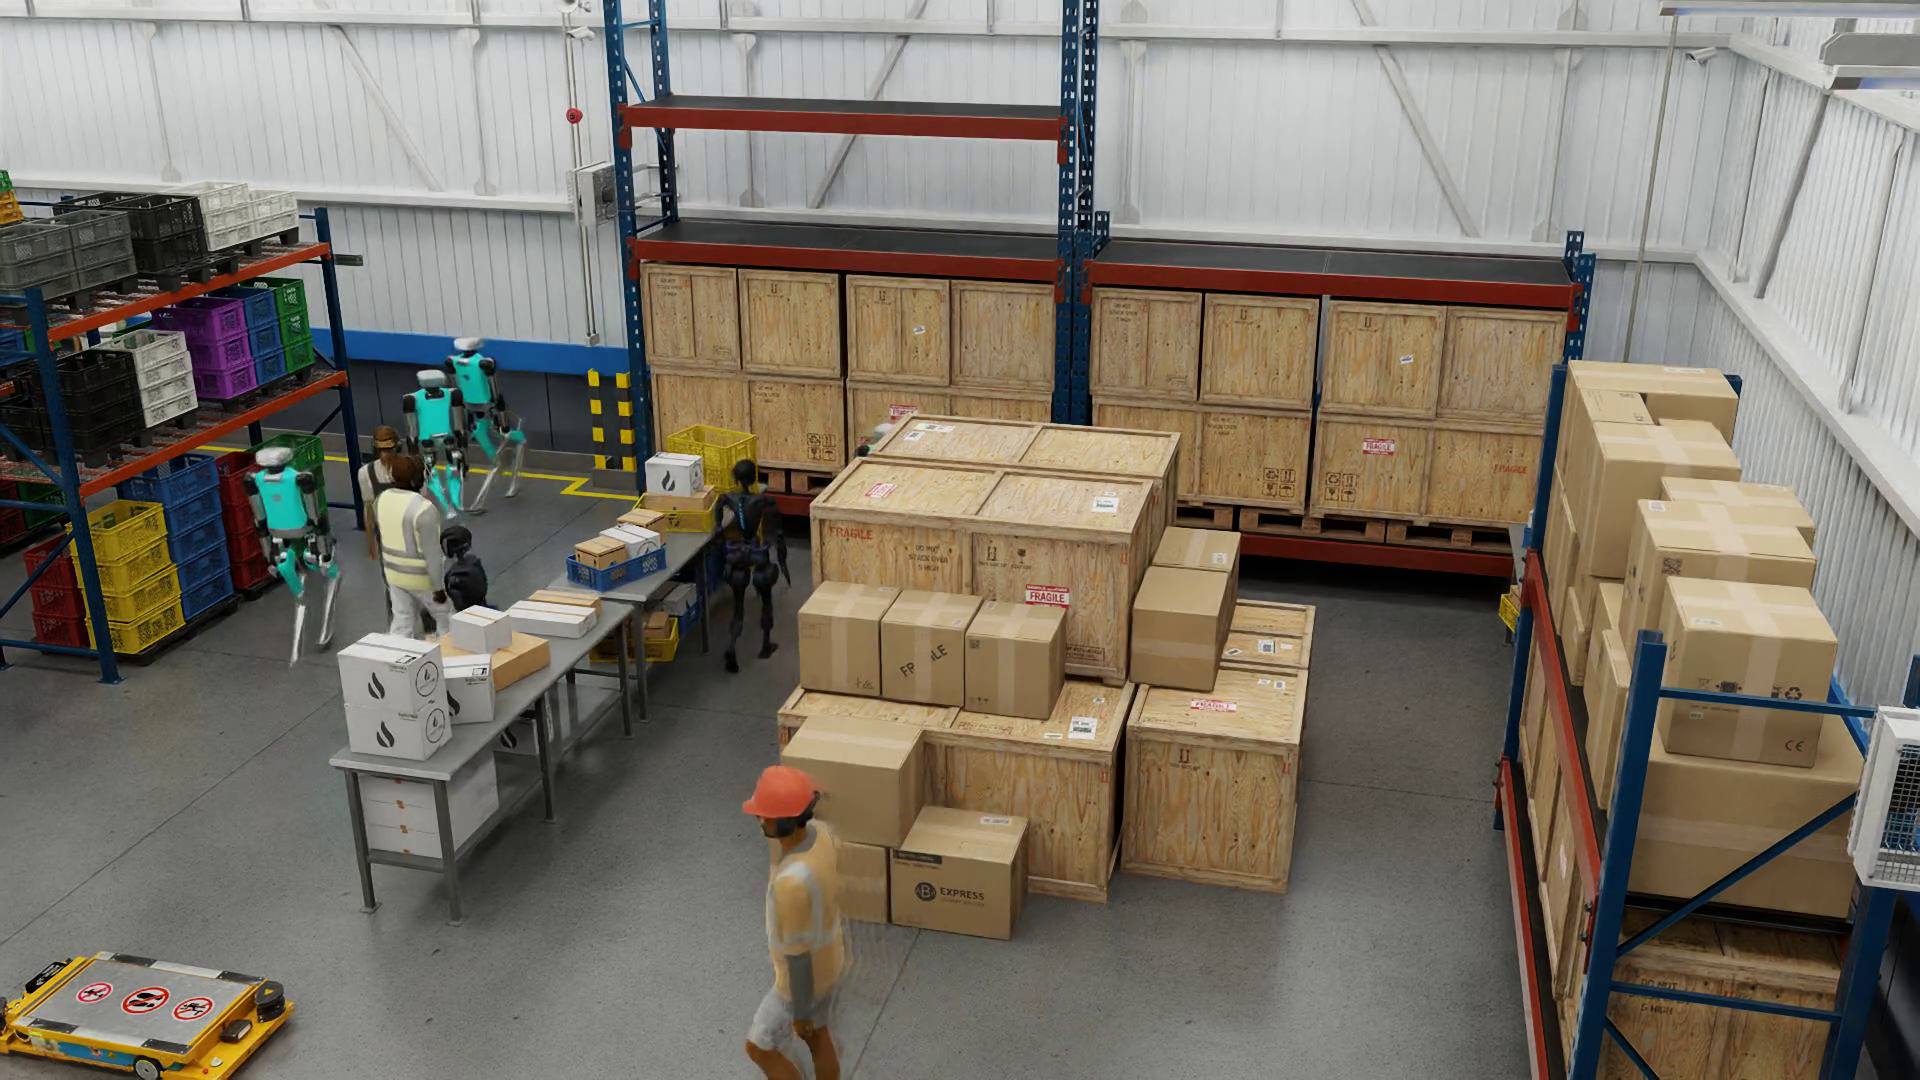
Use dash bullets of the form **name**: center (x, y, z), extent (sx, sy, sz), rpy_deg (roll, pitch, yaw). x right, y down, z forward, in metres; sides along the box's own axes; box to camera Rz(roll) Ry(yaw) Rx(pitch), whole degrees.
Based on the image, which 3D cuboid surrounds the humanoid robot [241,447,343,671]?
- **humanoid robot**: center (-5.055, 0.074, 12.831), extent (0.545, 1.793, 0.815), rpy_deg (0, 21, 0)

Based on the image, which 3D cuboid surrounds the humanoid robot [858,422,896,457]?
- **humanoid robot**: center (-0.645, 0.035, 12.970), extent (0.551, 1.773, 0.969), rpy_deg (6, 22, 15)

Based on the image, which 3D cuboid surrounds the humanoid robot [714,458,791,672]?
- **humanoid robot**: center (-1.603, 0.185, 12.603), extent (0.599, 1.636, 0.632), rpy_deg (5, 21, 12)

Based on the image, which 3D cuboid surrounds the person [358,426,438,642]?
- **person**: center (-4.335, -0.015, 12.894), extent (0.504, 1.837, 0.339), rpy_deg (-5, 21, -13)

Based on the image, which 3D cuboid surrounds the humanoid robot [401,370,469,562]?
- **humanoid robot**: center (-4.478, -0.588, 14.538), extent (0.541, 1.741, 0.987), rpy_deg (-15, 25, -34)

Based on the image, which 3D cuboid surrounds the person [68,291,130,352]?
- **person**: center (-9.294, -1.998, 18.082), extent (0.562, 1.836, 0.387), rpy_deg (-3, 21, -8)

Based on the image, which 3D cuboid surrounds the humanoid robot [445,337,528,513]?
- **humanoid robot**: center (-4.472, -1.126, 15.958), extent (0.562, 1.784, 0.915), rpy_deg (8, 22, 21)

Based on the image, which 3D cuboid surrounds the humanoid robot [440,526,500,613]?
- **humanoid robot**: center (-3.220, 0.672, 11.324), extent (0.465, 1.646, 0.601), rpy_deg (0, 21, 0)

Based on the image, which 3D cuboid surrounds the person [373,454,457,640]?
- **person**: center (-3.929, 0.250, 12.208), extent (0.665, 1.823, 0.746), rpy_deg (13, 24, 30)

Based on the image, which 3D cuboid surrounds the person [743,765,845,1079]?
- **person**: center (-0.741, 1.931, 7.529), extent (0.457, 2.026, 0.621), rpy_deg (5, 21, 12)

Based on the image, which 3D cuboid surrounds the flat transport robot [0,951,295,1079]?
- **flat transport robot**: center (-4.270, 2.464, 8.601), extent (1.431, 0.231, 0.659), rpy_deg (5, 22, 13)
